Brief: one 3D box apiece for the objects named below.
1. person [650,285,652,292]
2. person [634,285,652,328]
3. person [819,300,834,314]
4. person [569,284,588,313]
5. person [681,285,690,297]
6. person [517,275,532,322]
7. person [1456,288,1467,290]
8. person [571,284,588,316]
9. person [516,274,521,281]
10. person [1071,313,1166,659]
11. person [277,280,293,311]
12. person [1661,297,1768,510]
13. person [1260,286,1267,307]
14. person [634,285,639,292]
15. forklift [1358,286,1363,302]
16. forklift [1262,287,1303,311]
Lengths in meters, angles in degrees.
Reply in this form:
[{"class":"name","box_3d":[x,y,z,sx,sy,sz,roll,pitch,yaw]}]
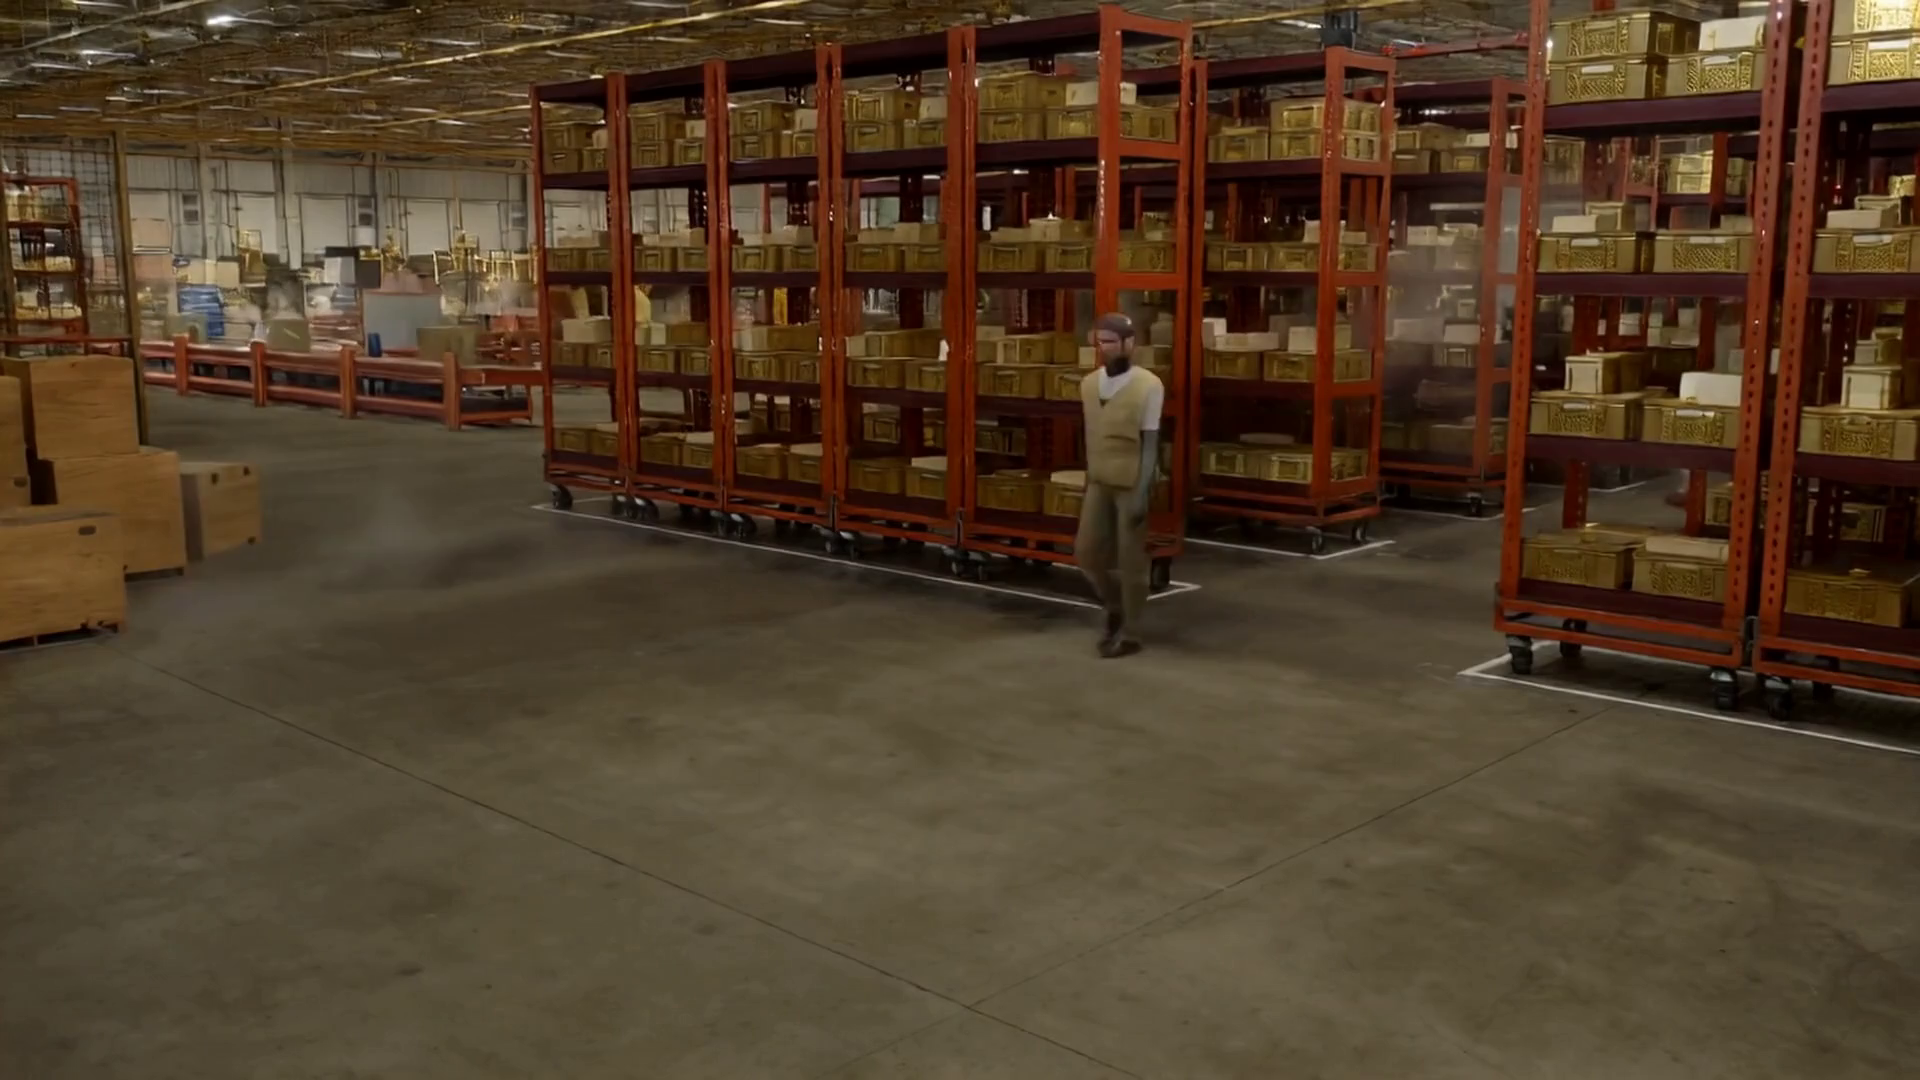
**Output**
[{"class":"person","box_3d":[-11.711,-9.078,63.458,0.532,1.622,0.488,3,10,20]},{"class":"person","box_3d":[-6.293,-4.174,32.763,1.009,1.873,0.658,0,9,2]},{"class":"person","box_3d":[-1.683,-2.406,22.207,0.864,1.733,0.518,-8,12,-42]},{"class":"person","box_3d":[-9.071,-5.390,39.667,0.656,2.013,0.617,2,10,14]},{"class":"person","box_3d":[-8.172,-6.995,50.155,0.602,1.798,0.877,-9,13,-43]},{"class":"person","box_3d":[-16.957,-9.404,64.745,0.670,1.848,0.565,-7,12,-37]},{"class":"person","box_3d":[19.153,-9.110,63.679,0.633,1.618,0.511,-6,11,-33]},{"class":"person","box_3d":[-8.890,-5.226,38.946,0.471,1.925,0.591,-3,10,-15]},{"class":"person","box_3d":[-23.935,-13.581,90.541,0.947,1.789,0.652,0,9,1]},{"class":"person","box_3d":[0.845,-0.276,8.818,0.437,1.835,0.560,-8,12,-42]},{"class":"person","box_3d":[-22.160,-7.683,54.600,0.487,1.716,0.741,-4,10,-23]},{"class":"person","box_3d":[6.538,-1.194,14.137,1.037,1.933,0.631,-4,10,-24]},{"class":"person","box_3d":[10.896,-8.860,60.832,0.615,2.040,0.391,2,9,12]},{"class":"person","box_3d":[-14.144,-10.800,73.048,0.611,1.940,0.782,6,11,33]},{"class":"forklift","box_3d":[11.100,-7.017,46.970,1.873,2.768,1.129,9,13,43]},{"class":"forklift","box_3d":[10.769,-8.203,54.240,1.129,2.768,1.873,8,12,42]}]
